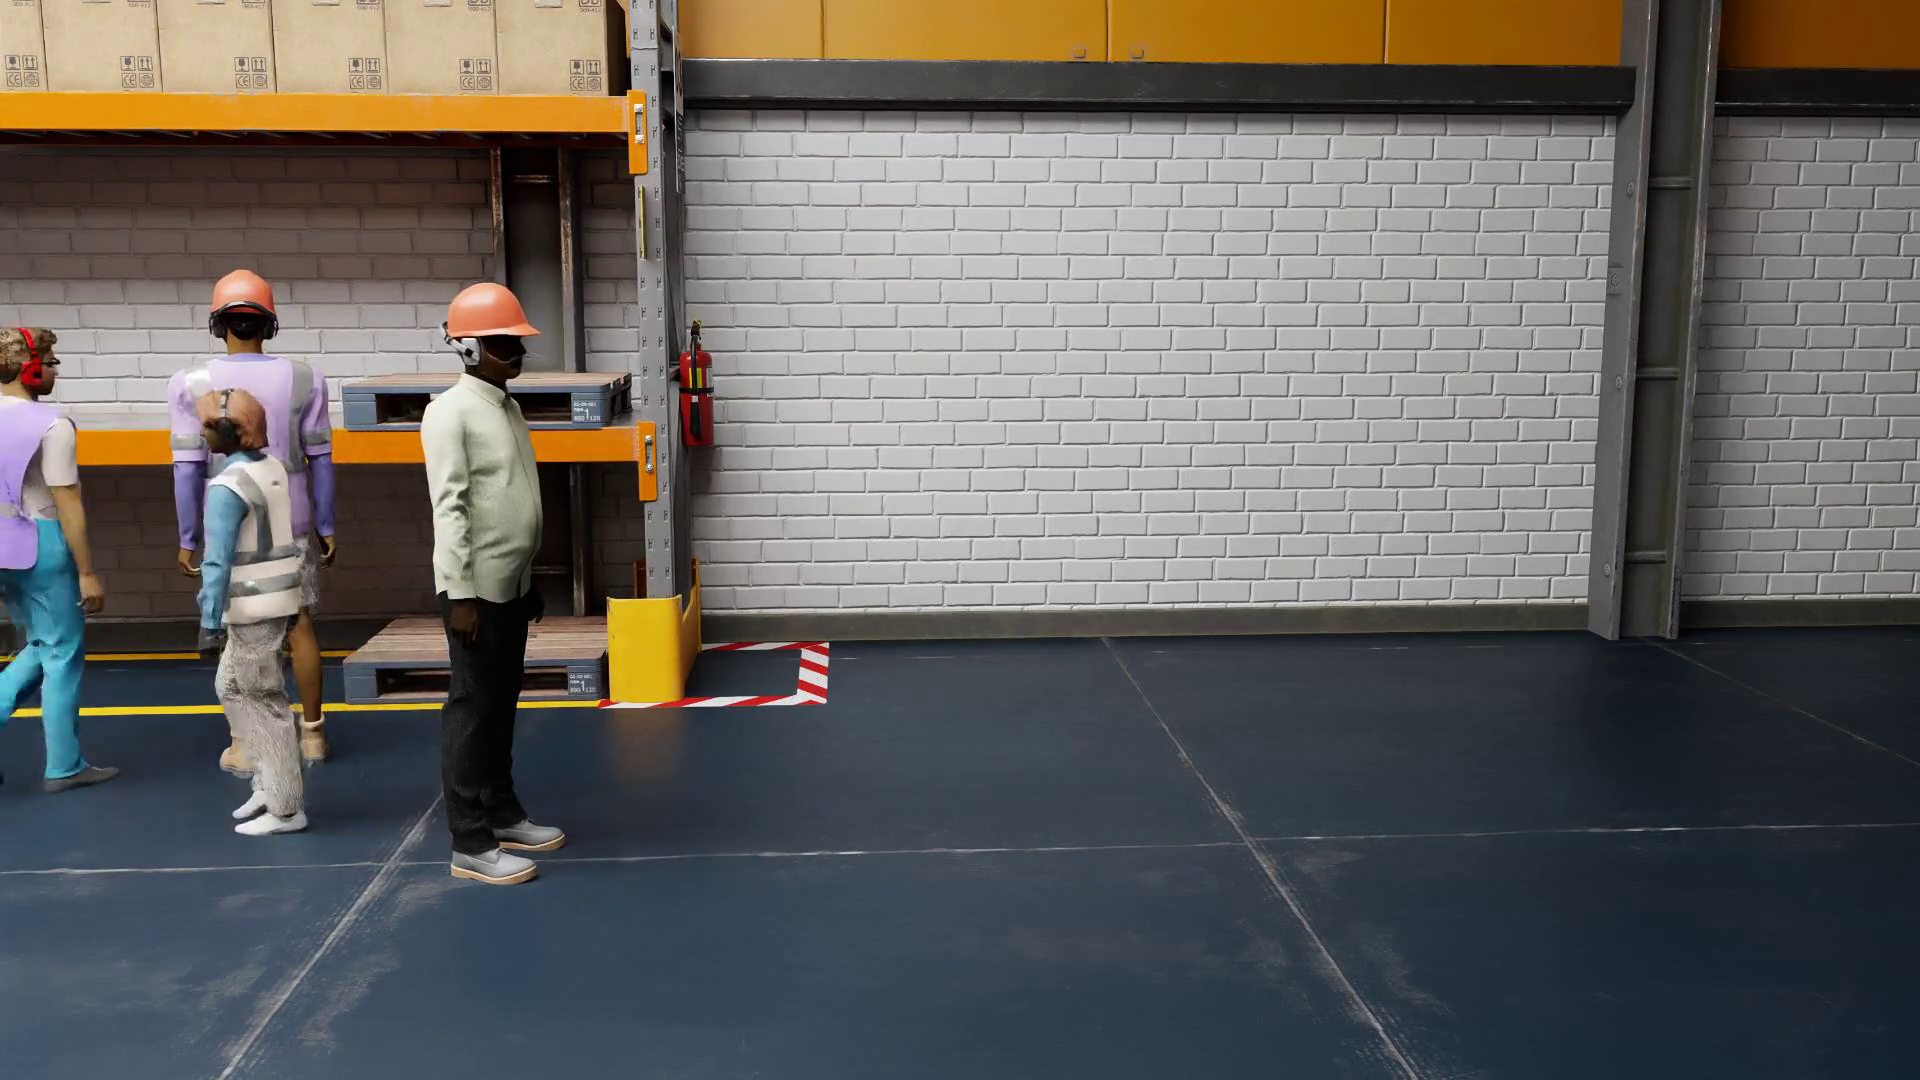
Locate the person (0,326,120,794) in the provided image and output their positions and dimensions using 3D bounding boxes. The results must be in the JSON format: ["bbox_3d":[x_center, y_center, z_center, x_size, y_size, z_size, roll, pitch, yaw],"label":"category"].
[{"bbox_3d":[-3.575,0.102,6.379,0.572,1.830,0.495,6,11,31],"label":"person"}]

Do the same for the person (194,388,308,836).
[{"bbox_3d":[-2.575,0.270,5.944,0.454,1.620,0.546,-1,9,-3],"label":"person"}]

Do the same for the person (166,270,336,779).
[{"bbox_3d":[-2.857,-0.064,6.751,0.615,2.041,0.386,-6,11,-34],"label":"person"}]

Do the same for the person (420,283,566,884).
[{"bbox_3d":[-1.577,0.139,5.624,0.379,1.996,0.609,1,9,6],"label":"person"}]
